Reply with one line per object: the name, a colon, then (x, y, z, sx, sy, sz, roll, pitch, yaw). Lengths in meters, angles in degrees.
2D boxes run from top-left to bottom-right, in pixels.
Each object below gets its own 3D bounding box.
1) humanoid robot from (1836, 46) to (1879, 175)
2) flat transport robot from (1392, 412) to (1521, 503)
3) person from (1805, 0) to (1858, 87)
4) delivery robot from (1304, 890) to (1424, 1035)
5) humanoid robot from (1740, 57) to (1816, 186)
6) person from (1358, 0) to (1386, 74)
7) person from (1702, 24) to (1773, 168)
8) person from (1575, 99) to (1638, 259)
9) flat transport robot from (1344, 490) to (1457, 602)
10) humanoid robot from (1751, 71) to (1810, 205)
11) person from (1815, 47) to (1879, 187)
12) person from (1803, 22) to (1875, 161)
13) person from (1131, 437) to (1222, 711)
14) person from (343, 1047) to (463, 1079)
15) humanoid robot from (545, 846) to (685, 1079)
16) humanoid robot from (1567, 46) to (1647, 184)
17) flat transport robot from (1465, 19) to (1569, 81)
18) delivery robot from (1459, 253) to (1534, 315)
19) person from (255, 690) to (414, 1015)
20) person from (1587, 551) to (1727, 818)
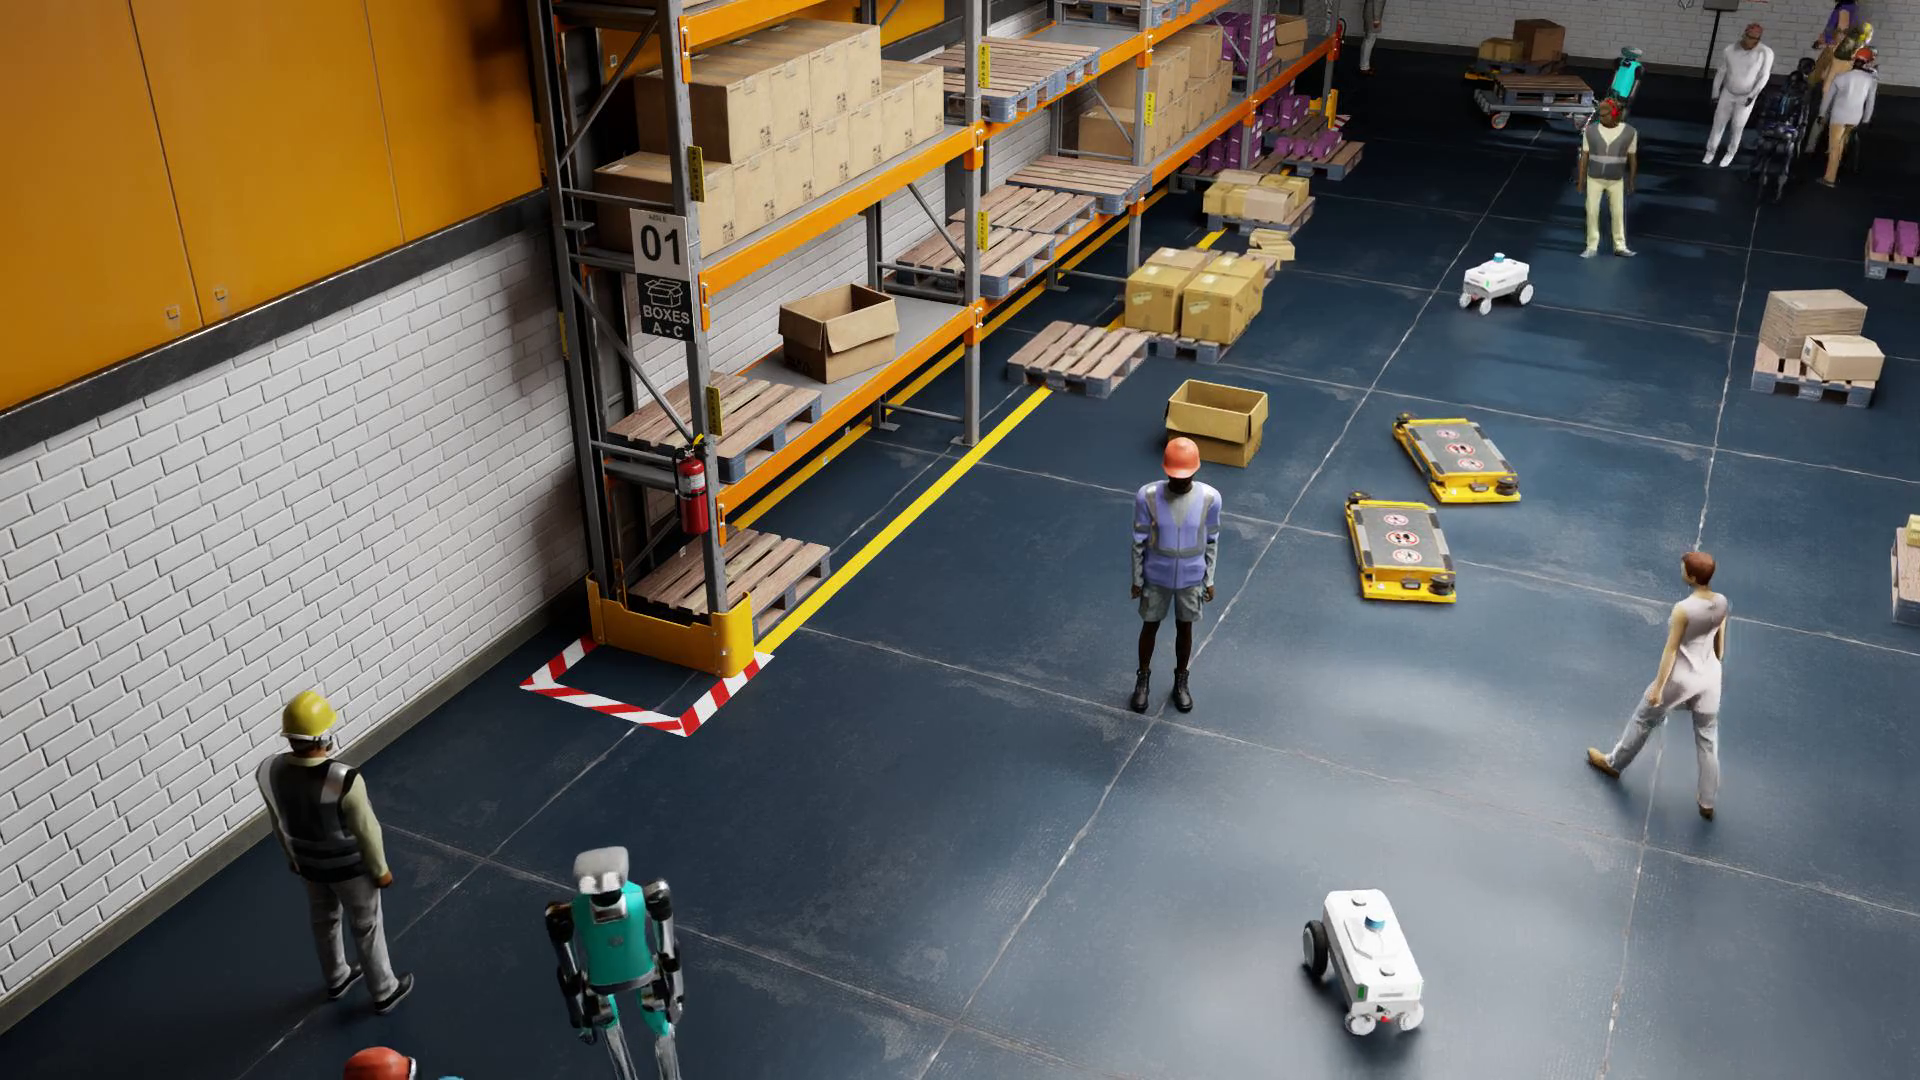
humanoid robot: (11.688, -5.560, 21.555, 0.408, 1.639, 0.595, 7, 29, 12)
flat transport robot: (4.172, -0.704, 14.034, 0.659, 0.231, 1.431, -1, 28, -3)
person: (12.865, -7.348, 24.662, 1.006, 1.874, 0.528, 14, 31, 25)
delivery robot: (2.091, 2.122, 8.476, 0.514, 0.580, 0.738, -2, 28, -3)
humanoid robot: (10.508, -5.323, 21.171, 0.788, 1.628, 0.611, -3, 28, -5)
person: (6.661, -8.431, 26.734, 0.368, 1.824, 0.512, 2, 28, 3)
person: (10.206, -5.833, 21.856, 0.661, 1.872, 0.505, 17, 33, 28)
person: (7.271, -4.010, 18.549, 0.760, 1.799, 0.405, 11, 30, 20)
flat transport robot: (3.334, 0.042, 12.650, 0.659, 0.231, 1.431, 3, 28, 5)
humanoid robot: (10.007, -4.916, 20.360, 0.589, 1.651, 0.326, 22, 35, 35)
person: (11.254, -5.407, 21.216, 0.533, 1.725, 0.530, -2, 28, -4)
person: (11.717, -5.947, 22.111, 0.427, 1.853, 0.564, -12, 30, -20)
person: (1.358, 0.229, 10.548, 0.547, 1.936, 0.375, 1, 28, 2)
person: (-2.020, 2.592, 6.414, 0.820, 1.705, 0.557, 12, 30, 20)
humanoid robot: (-1.536, 1.995, 7.511, 0.551, 1.804, 0.748, -9, 29, -15)
humanoid robot: (8.143, -5.296, 21.102, 0.767, 1.872, 0.566, -7, 29, -13)
flat transport robot: (8.829, -7.369, 26.391, 1.431, 0.231, 0.659, 22, 35, 35)
delivery robot: (5.631, -2.711, 17.454, 0.782, 0.594, 0.499, -19, 34, -31)
person: (-3.087, 1.553, 8.219, 0.595, 1.824, 0.403, 9, 30, 16)
person: (4.248, 0.812, 9.807, 0.548, 1.611, 0.845, -11, 30, -19)
